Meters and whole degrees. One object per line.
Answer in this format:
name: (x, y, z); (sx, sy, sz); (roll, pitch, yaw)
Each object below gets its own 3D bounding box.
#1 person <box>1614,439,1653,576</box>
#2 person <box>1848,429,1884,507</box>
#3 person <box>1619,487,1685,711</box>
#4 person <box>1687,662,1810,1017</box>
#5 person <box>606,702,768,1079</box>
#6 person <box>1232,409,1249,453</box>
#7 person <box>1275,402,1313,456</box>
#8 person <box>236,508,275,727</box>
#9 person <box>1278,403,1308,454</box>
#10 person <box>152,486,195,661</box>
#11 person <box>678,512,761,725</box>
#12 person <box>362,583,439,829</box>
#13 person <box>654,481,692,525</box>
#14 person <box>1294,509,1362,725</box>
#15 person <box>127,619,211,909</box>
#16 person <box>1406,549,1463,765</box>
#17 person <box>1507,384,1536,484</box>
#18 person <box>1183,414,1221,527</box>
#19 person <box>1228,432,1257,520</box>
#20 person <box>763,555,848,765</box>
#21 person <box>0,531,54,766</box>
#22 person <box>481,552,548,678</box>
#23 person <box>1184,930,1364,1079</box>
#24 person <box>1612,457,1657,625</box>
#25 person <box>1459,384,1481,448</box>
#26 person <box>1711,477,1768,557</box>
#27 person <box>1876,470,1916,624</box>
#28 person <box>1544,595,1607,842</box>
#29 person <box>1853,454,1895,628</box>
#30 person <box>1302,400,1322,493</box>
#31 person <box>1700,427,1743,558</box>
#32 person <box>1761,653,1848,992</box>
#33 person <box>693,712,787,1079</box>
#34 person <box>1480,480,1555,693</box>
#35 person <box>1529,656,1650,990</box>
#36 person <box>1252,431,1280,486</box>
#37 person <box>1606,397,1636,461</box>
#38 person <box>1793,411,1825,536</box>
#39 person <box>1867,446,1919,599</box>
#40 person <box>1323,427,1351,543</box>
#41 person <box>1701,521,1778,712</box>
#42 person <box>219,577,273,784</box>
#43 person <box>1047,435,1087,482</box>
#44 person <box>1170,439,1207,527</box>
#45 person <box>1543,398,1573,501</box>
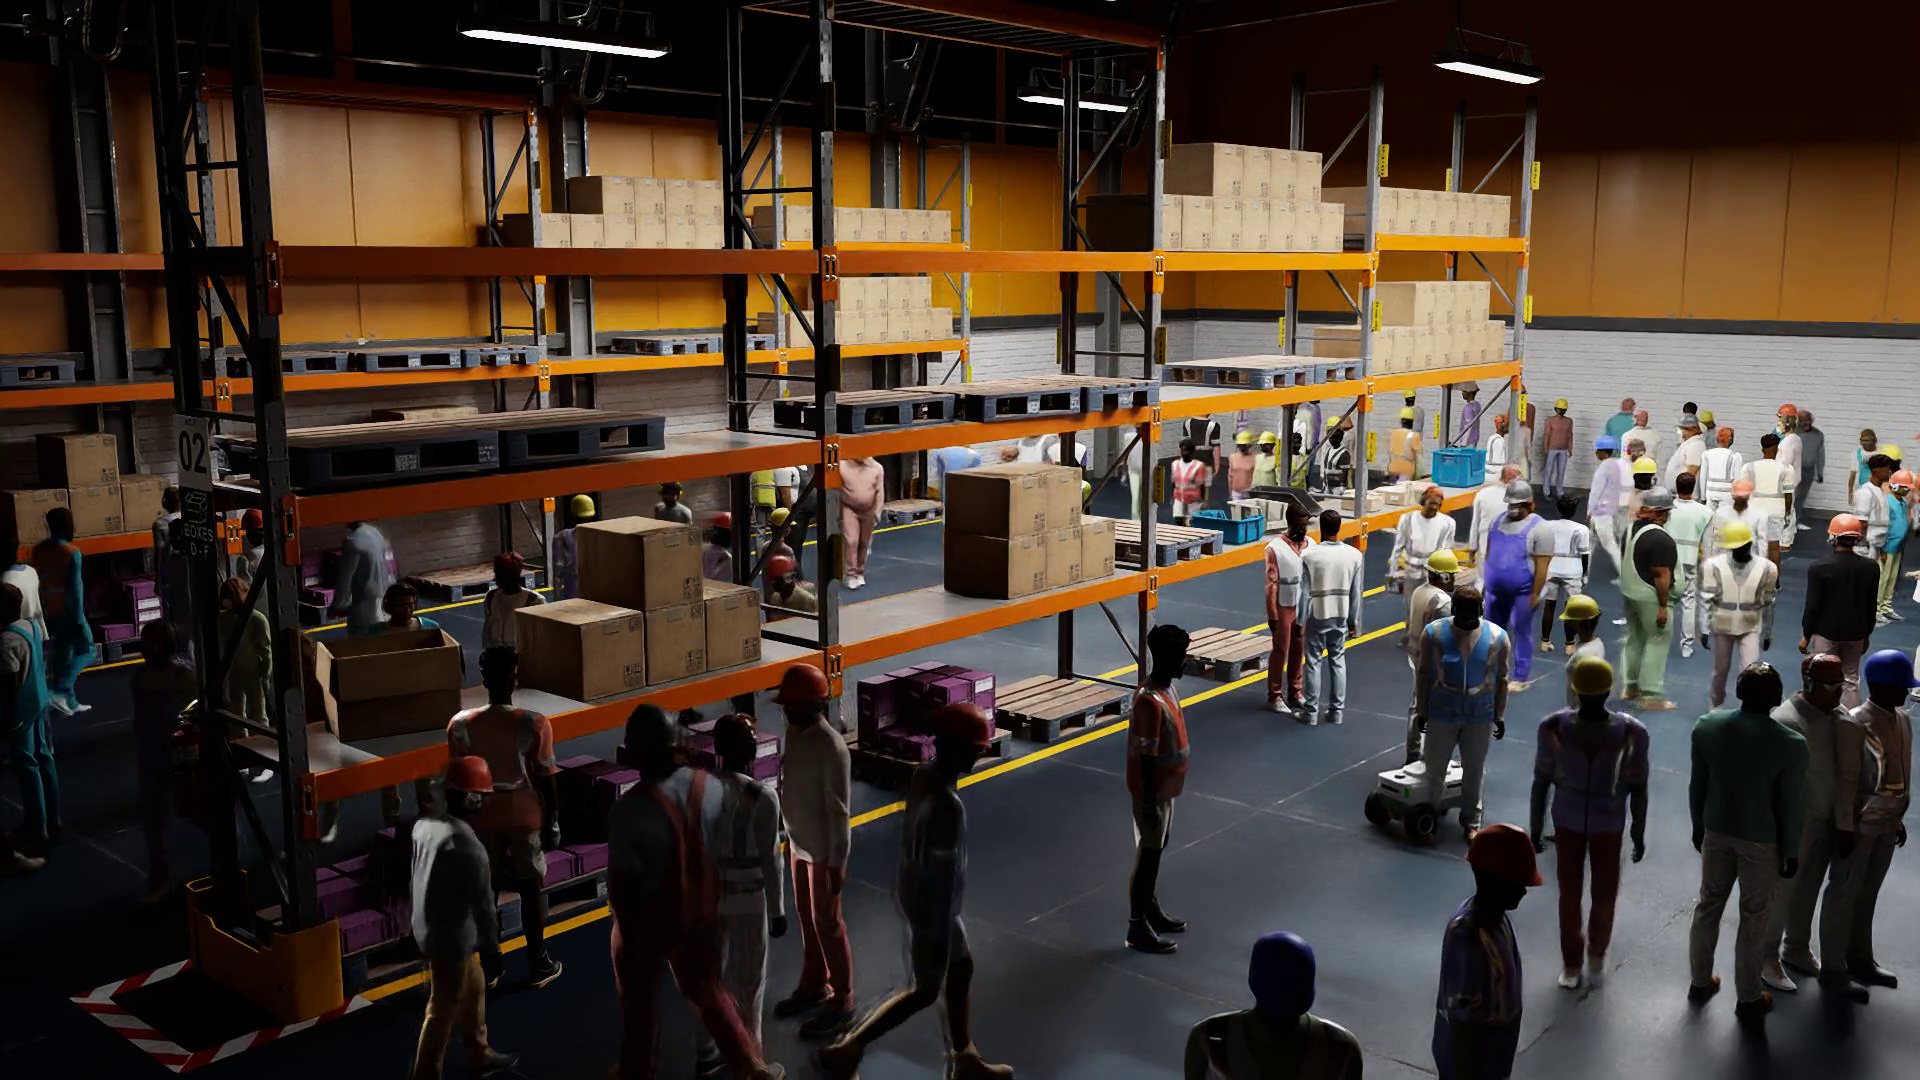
person: (8.605, -0.392, 21.298); (0.598, 1.808, 0.666); (-2, 10, -10)
person: (12.483, -0.630, 22.790); (0.551, 1.792, 0.568); (7, 12, 38)
person: (6.339, 0.513, 15.223); (0.536, 2.000, 0.714); (-1, 10, -7)
person: (4.252, 1.609, 9.022); (0.370, 1.932, 0.630); (-8, 12, -38)
person: (-1.347, 1.740, 7.894); (0.906, 2.000, 0.688); (9, 13, 43)
person: (5.357, -2.053, 31.775); (0.318, 1.630, 0.513); (6, 11, 33)
person: (5.660, -1.600, 28.157); (0.647, 1.949, 1.018); (4, 10, 23)
person: (-6.092, 0.678, 14.582); (0.385, 1.929, 0.543); (6, 11, 32)
person: (5.242, -1.268, 26.349); (0.352, 1.877, 0.576); (-7, 12, -37)
person: (-7.825, 0.374, 16.679); (0.355, 1.834, 0.524); (7, 12, 37)
person: (-2.176, 0.675, 14.826); (0.620, 1.845, 1.028); (9, 13, 42)
person: (-3.941, 1.193, 11.788); (0.560, 1.837, 0.387); (-9, 13, -41)
person: (-3.012, 0.224, 17.694); (0.579, 1.812, 0.745); (8, 12, 39)
person: (3.235, 0.683, 14.615); (0.599, 1.909, 0.398); (-3, 10, -15)
person: (-5.052, 1.379, 10.723); (0.513, 1.823, 0.809); (1, 10, 8)
person: (3.749, 0.974, 13.138); (0.405, 1.824, 0.584); (-1, 10, -7)
person: (9.585, -1.693, 28.559); (0.609, 1.985, 0.392); (-5, 11, -27)
person: (3.698, -1.188, 25.424); (0.612, 2.031, 0.403); (5, 11, 29)
person: (3.978, -0.657, 23.145); (0.538, 1.726, 0.889); (6, 11, 33)
person: (-1.262, 0.953, 13.569); (0.615, 1.711, 0.682); (9, 13, 43)
person: (-7.599, 0.868, 13.472); (0.372, 1.914, 0.597); (-2, 10, -11)
person: (-3.393, 1.013, 12.706); (0.585, 1.881, 0.337); (4, 10, 21)
person: (1.014, 2.196, 5.478); (0.601, 1.940, 0.396); (0, 10, 2)
person: (7.524, 0.041, 18.375); (0.366, 1.926, 0.594); (-1, 10, -8)
person: (8.697, -1.710, 28.489); (0.370, 2.044, 0.608); (5, 11, 29)
person: (8.537, 0.160, 18.235); (0.575, 1.735, 0.619); (6, 11, 33)
person: (10.524, 0.071, 18.760); (0.568, 1.741, 0.354); (-8, 12, -40)
person: (4.359, 1.249, 11.689); (0.350, 1.755, 0.533); (6, 11, 31)
person: (10.118, 0.017, 18.435); (0.408, 1.961, 0.654); (8, 13, 41)
person: (6.180, -1.777, 29.222); (0.364, 1.930, 0.588); (6, 11, 33)
person: (10.118, -0.560, 22.103); (0.356, 1.883, 0.574); (-7, 12, -37)
person: (4.772, 1.565, 9.341); (0.649, 1.906, 0.401); (-5, 11, -29)
person: (-1.118, 1.774, 8.203); (0.573, 1.877, 0.355); (6, 11, 34)
person: (5.225, 0.421, 15.769); (0.537, 2.000, 0.685); (-7, 12, -36)
person: (3.482, 1.576, 9.245); (0.620, 1.910, 0.423); (5, 11, 26)
person: (4.180, -0.602, 22.693); (0.316, 1.769, 0.524); (-7, 12, -35)
person: (10.710, -1.351, 26.779); (0.675, 1.887, 0.435); (8, 12, 40)
person: (12.598, -1.014, 24.907); (0.688, 1.861, 0.679); (-1, 10, -5)
person: (11.248, -0.211, 20.098); (0.603, 1.864, 1.036); (7, 12, 35)
person: (5.429, -0.794, 24.063); (0.319, 1.692, 0.533); (-4, 10, -21)
person: (6.736, 0.736, 14.417); (0.585, 1.885, 0.905); (5, 11, 25)
person: (-5.601, 1.090, 12.987); (0.508, 1.632, 0.264); (3, 10, 16)
person: (1.483, -0.707, 23.076); (0.570, 1.848, 0.383); (0, 10, -1)
person: (3.169, -0.576, 22.821); (0.545, 1.674, 0.635); (7, 12, 36)
person: (10.175, -1.533, 28.278); (0.525, 1.762, 0.340); (-2, 10, -10)
